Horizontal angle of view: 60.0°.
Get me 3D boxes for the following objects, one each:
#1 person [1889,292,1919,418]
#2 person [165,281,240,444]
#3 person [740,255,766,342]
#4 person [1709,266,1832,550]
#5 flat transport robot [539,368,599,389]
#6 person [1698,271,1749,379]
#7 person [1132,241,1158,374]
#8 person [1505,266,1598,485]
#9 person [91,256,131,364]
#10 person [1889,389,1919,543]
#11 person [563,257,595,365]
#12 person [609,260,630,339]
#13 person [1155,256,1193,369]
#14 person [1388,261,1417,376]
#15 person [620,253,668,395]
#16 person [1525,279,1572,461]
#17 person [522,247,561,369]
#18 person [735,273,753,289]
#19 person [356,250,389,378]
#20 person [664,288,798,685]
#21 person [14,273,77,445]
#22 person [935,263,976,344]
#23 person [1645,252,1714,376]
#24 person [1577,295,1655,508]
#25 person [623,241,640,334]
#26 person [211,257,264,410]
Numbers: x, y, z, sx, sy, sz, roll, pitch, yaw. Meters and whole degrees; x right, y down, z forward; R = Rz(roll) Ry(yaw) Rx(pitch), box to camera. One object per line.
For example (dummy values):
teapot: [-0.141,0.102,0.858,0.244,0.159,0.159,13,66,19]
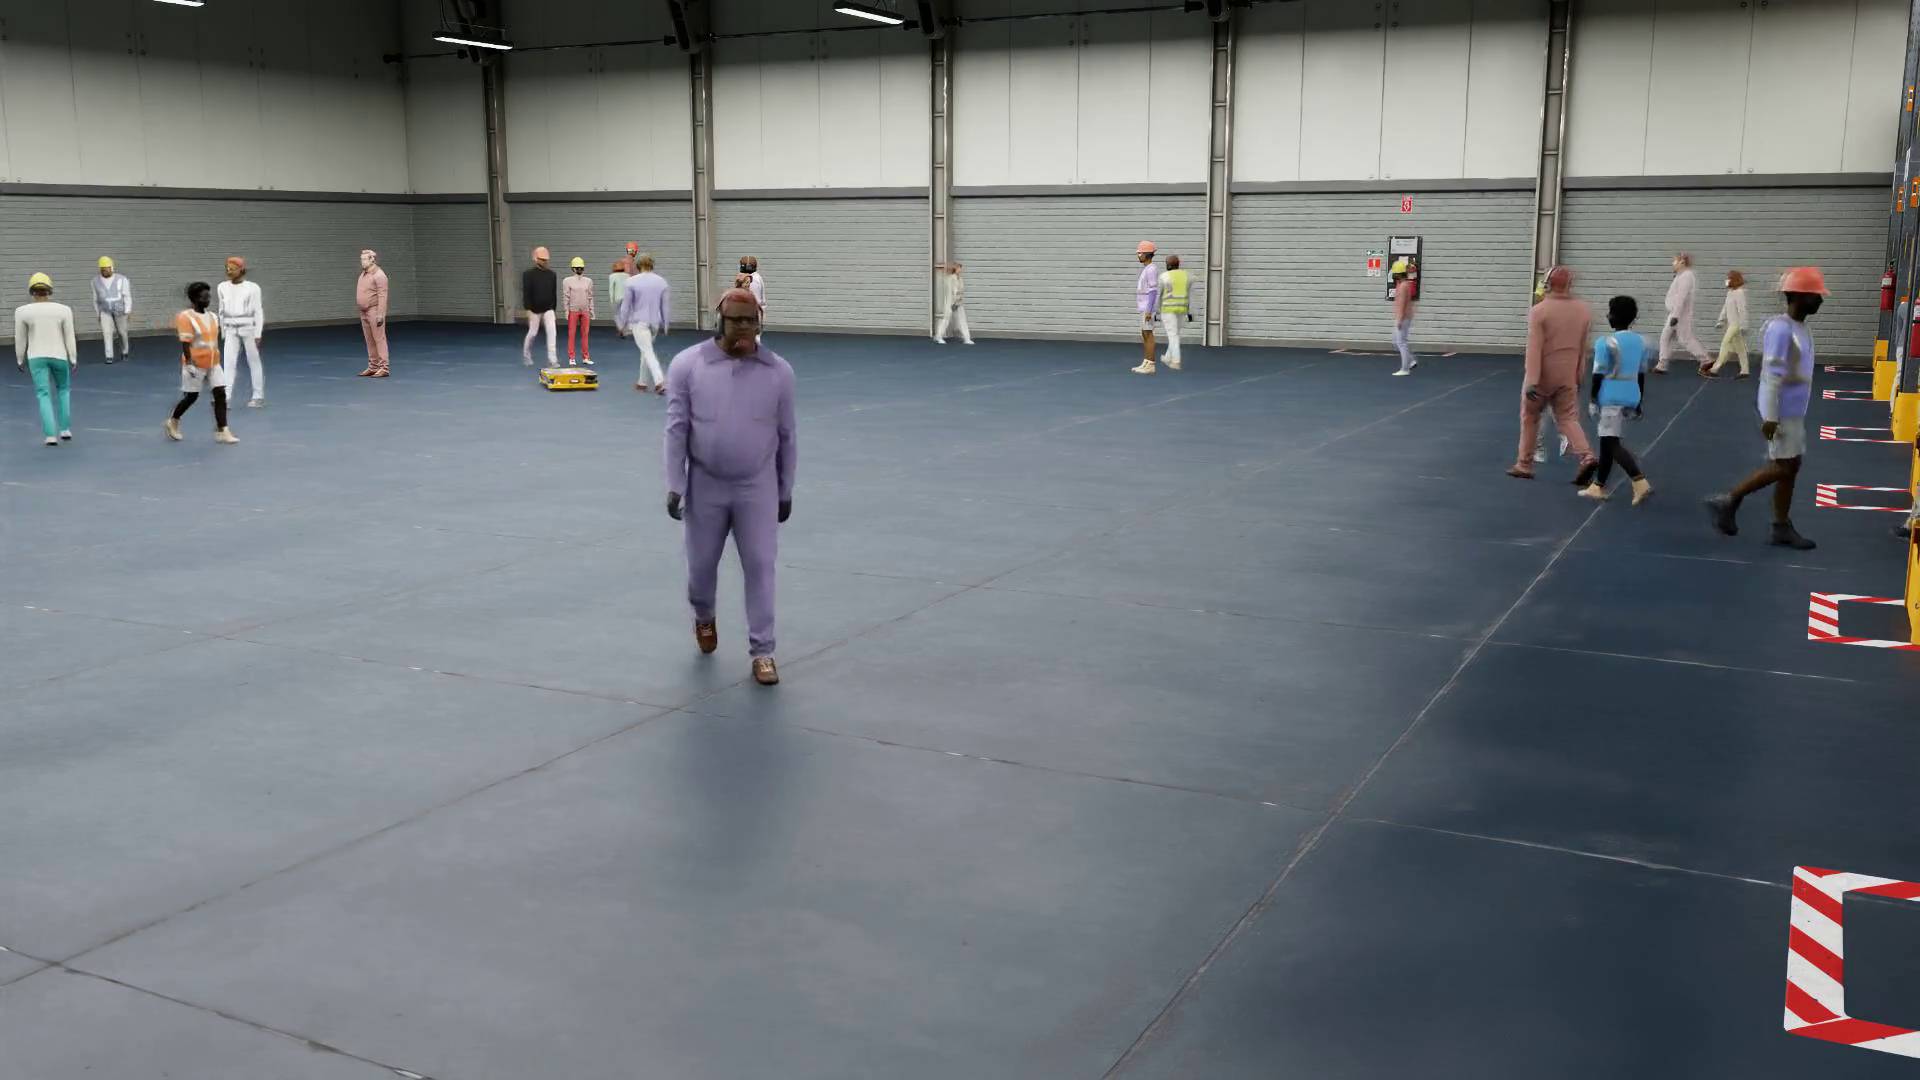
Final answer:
person: [11.046,-2.199,19.261,0.280,1.624,0.493,-4,11,-22]
person: [-7.822,-1.815,17.035,0.749,1.672,0.530,4,11,23]
person: [-2.988,-3.129,23.740,0.429,1.841,0.634,-1,10,-6]
person: [5.564,-0.895,11.332,0.593,1.923,0.559,10,14,43]
flat transport robot: [-5.515,-2.282,23.403,0.652,0.197,1.431,-4,11,-20]
person: [11.351,-3.169,24.613,0.813,1.596,0.503,2,11,12]
person: [2.857,-3.578,25.635,0.373,2.042,0.614,-1,10,-3]
person: [5.147,-1.418,14.341,0.647,1.875,0.901,-4,11,-20]
person: [-14.193,-3.858,27.872,0.581,1.792,0.928,-4,11,-19]
person: [6.668,-0.775,11.137,0.608,1.764,0.928,-1,10,-4]
person: [-6.281,-3.770,27.442,0.522,1.768,0.312,-7,13,-35]
person: [-6.992,-4.942,34.241,0.515,1.624,0.344,-8,13,-37]
person: [3.392,-3.677,26.855,0.650,1.790,0.946,-4,11,-23]
person: [6.706,-3.352,25.231,0.486,1.736,0.543,2,11,12]
person: [-4.210,-2.907,22.408,0.646,1.898,1.001,-9,14,-40]
person: [5.534,-1.588,15.612,0.502,1.729,0.438,-5,11,-24]
person: [-6.811,-3.748,26.846,0.641,1.960,0.963,-9,14,-40]
person: [-2.868,-2.705,21.986,0.310,1.636,0.523,2,11,11]
person: [-8.865,-3.394,25.048,0.654,1.918,0.414,9,14,41]
person: [-1.109,-0.286,8.122,0.659,1.892,0.749,-2,11,-10]
person: [-9.374,-1.858,17.067,0.543,1.737,0.772,-6,12,-31]
person: [-0.122,-4.628,32.615,0.879,1.602,0.522,7,12,32]
person: [11.055,-3.445,25.378,0.905,1.877,0.637,3,11,16]
person: [5.224,-1.090,13.102,0.532,1.667,0.798,-5,12,-27]
person: [-7.100,-5.450,35.985,0.383,1.992,0.609,-1,10,-5]
person: [-8.851,-2.508,20.328,0.606,1.848,0.871,1,10,6]
